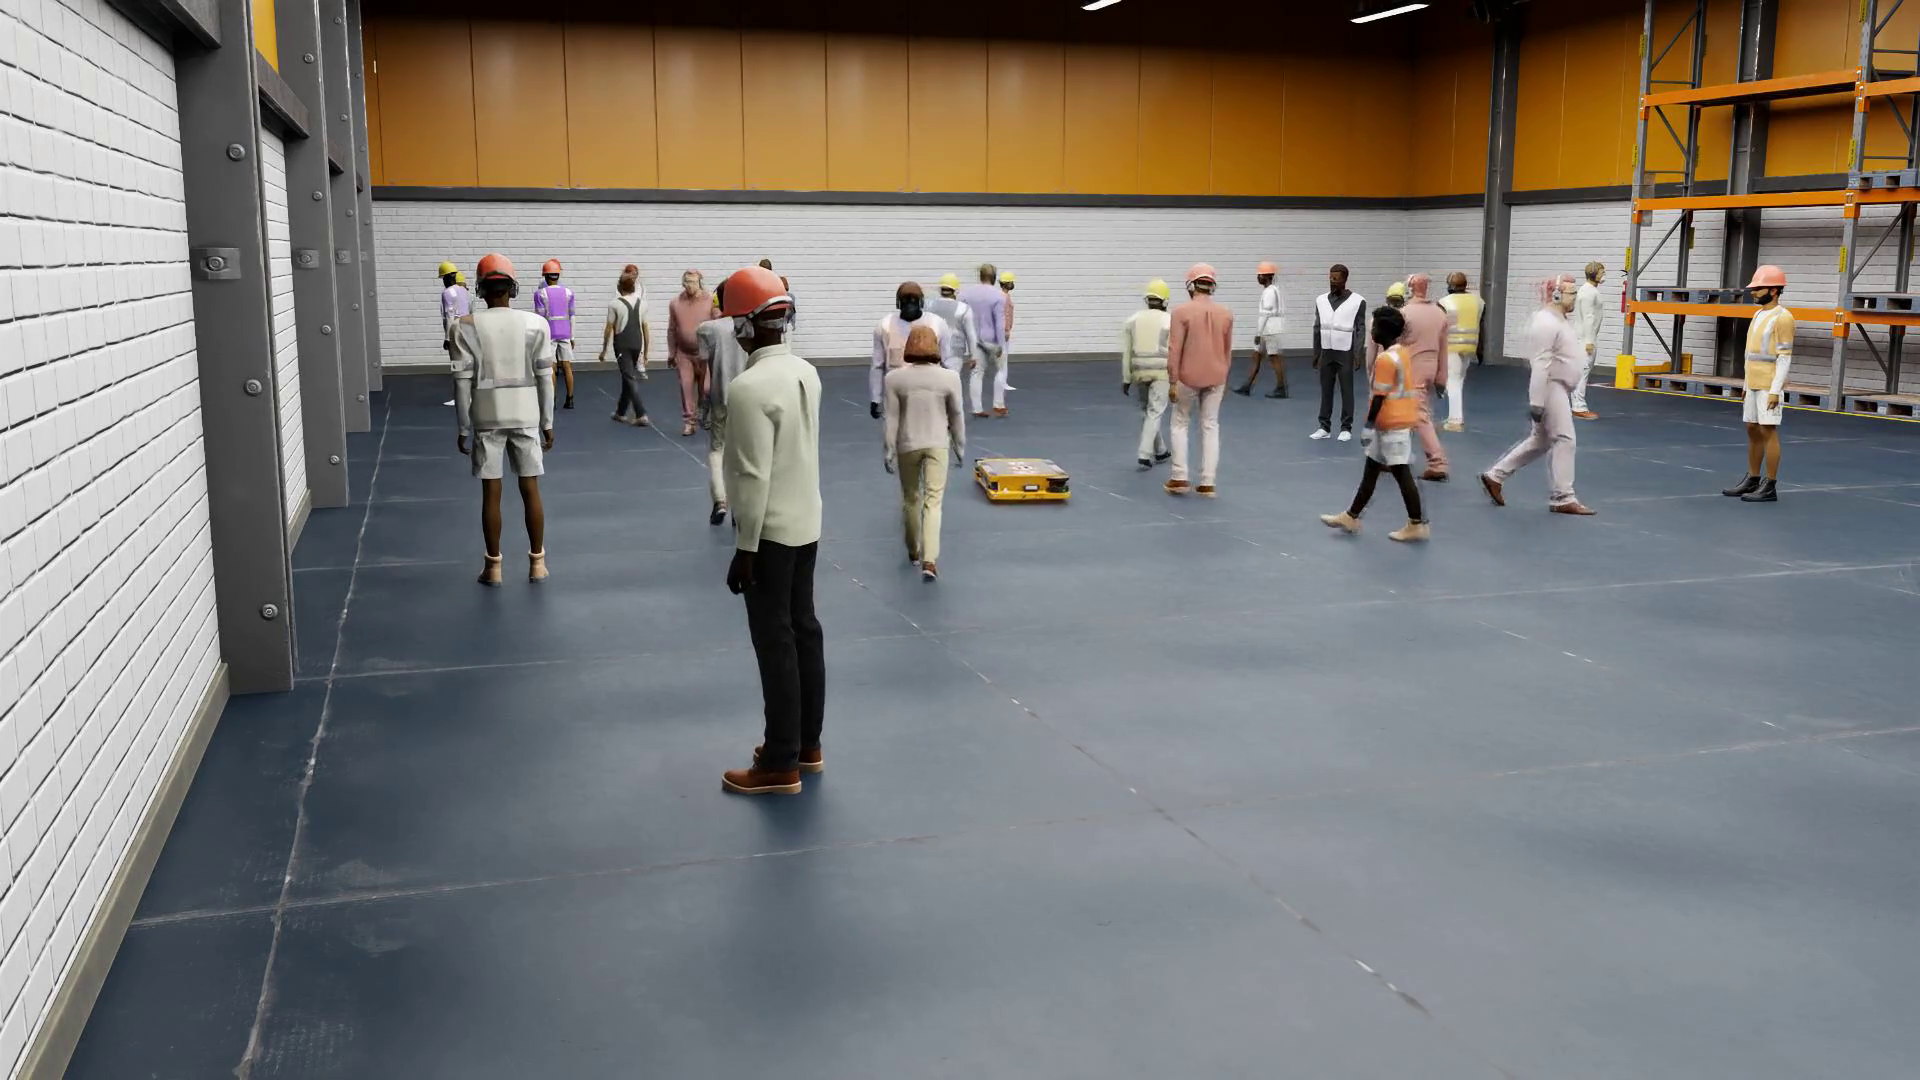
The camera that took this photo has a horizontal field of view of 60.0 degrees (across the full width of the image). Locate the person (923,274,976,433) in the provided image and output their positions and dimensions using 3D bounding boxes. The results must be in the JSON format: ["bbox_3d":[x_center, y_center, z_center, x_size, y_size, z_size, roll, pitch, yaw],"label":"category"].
[{"bbox_3d":[-0.098,-2.140,19.090,0.618,1.789,0.886,3,10,19],"label":"person"}]

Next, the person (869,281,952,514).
[{"bbox_3d":[-0.402,-1.100,12.983,0.638,1.820,0.568,2,10,12],"label":"person"}]

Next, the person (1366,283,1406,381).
[{"bbox_3d":[4.401,-1.732,16.882,0.548,1.724,0.852,3,10,15],"label":"person"}]

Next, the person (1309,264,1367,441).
[{"bbox_3d":[4.136,-2.032,18.168,0.590,1.896,0.389,8,13,39],"label":"person"}]

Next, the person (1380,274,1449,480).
[{"bbox_3d":[4.108,-1.482,15.127,0.636,1.852,1.014,-7,12,-36],"label":"person"}]

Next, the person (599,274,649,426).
[{"bbox_3d":[-3.955,-2.263,19.803,0.532,1.802,0.962,-9,13,-43],"label":"person"}]

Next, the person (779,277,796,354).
[{"bbox_3d":[-3.104,-3.768,29.008,0.497,1.627,0.287,2,10,11],"label":"person"}]

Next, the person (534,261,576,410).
[{"bbox_3d":[-5.285,-2.662,21.696,0.542,1.938,0.358,-7,12,-33],"label":"person"}]

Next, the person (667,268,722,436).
[{"bbox_3d":[-2.933,-2.111,18.666,0.691,1.883,0.554,2,10,13],"label":"person"}]

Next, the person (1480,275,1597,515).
[{"bbox_3d":[4.602,-1.151,13.140,0.862,1.880,0.650,5,11,27],"label":"person"}]

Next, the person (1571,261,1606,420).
[{"bbox_3d":[7.736,-2.455,20.491,0.371,1.940,0.627,3,10,18],"label":"person"}]

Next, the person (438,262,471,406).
[{"bbox_3d":[-6.779,-2.754,22.291,0.392,1.916,0.587,1,10,8],"label":"person"}]

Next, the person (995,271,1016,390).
[{"bbox_3d":[0.678,-3.120,24.834,0.325,1.771,0.526,-1,10,-4],"label":"person"}]

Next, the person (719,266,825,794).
[{"bbox_3d":[-0.723,-0.031,6.308,0.392,1.990,0.612,3,10,18],"label":"person"}]

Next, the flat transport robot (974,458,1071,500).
[{"bbox_3d":[0.513,-0.532,14.181,0.652,0.197,1.431,-1,10,-5],"label":"flat transport robot"}]

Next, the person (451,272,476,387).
[{"bbox_3d":[-7.613,-3.204,25.392,0.305,1.745,0.483,9,14,43],"label":"person"}]

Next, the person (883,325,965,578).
[{"bbox_3d":[-0.227,-0.574,10.616,0.518,1.587,0.872,0,10,2],"label":"person"}]

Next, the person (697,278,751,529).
[{"bbox_3d":[-1.687,-1.005,12.343,0.501,1.855,0.431,-1,10,-8],"label":"person"}]

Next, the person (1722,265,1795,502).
[{"bbox_3d":[6.604,-1.283,13.708,0.358,1.937,0.548,0,10,-2],"label":"person"}]

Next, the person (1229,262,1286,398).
[{"bbox_3d":[4.200,-2.940,23.395,0.902,1.900,0.575,2,10,12],"label":"person"}]

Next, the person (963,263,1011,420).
[{"bbox_3d":[0.363,-2.440,20.487,0.632,1.919,0.672,7,12,34],"label":"person"}]

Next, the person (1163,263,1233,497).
[{"bbox_3d":[2.024,-1.346,14.032,0.631,1.955,0.601,-3,10,-17],"label":"person"}]

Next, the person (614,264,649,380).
[{"bbox_3d":[-5.251,-3.485,26.700,0.587,1.856,0.696,-7,12,-35],"label":"person"}]

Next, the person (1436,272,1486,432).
[{"bbox_3d":[5.650,-2.170,19.171,0.667,1.817,0.691,-3,10,-19],"label":"person"}]

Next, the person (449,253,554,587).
[{"bbox_3d":[-2.801,-0.731,10.219,0.607,2.041,0.377,-4,11,-22],"label":"person"}]

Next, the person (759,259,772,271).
[{"bbox_3d":[-3.362,-3.898,28.848,0.630,1.940,0.372,2,10,14],"label":"person"}]

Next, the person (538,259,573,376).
[{"bbox_3d":[-6.722,-3.683,27.600,0.543,1.939,0.360,6,12,32],"label":"person"}]

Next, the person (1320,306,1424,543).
[{"bbox_3d":[2.940,-0.816,11.776,0.834,1.654,0.550,4,11,24],"label":"person"}]

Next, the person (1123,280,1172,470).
[{"bbox_3d":[1.867,-1.566,15.794,0.611,1.784,0.930,6,12,32],"label":"person"}]
